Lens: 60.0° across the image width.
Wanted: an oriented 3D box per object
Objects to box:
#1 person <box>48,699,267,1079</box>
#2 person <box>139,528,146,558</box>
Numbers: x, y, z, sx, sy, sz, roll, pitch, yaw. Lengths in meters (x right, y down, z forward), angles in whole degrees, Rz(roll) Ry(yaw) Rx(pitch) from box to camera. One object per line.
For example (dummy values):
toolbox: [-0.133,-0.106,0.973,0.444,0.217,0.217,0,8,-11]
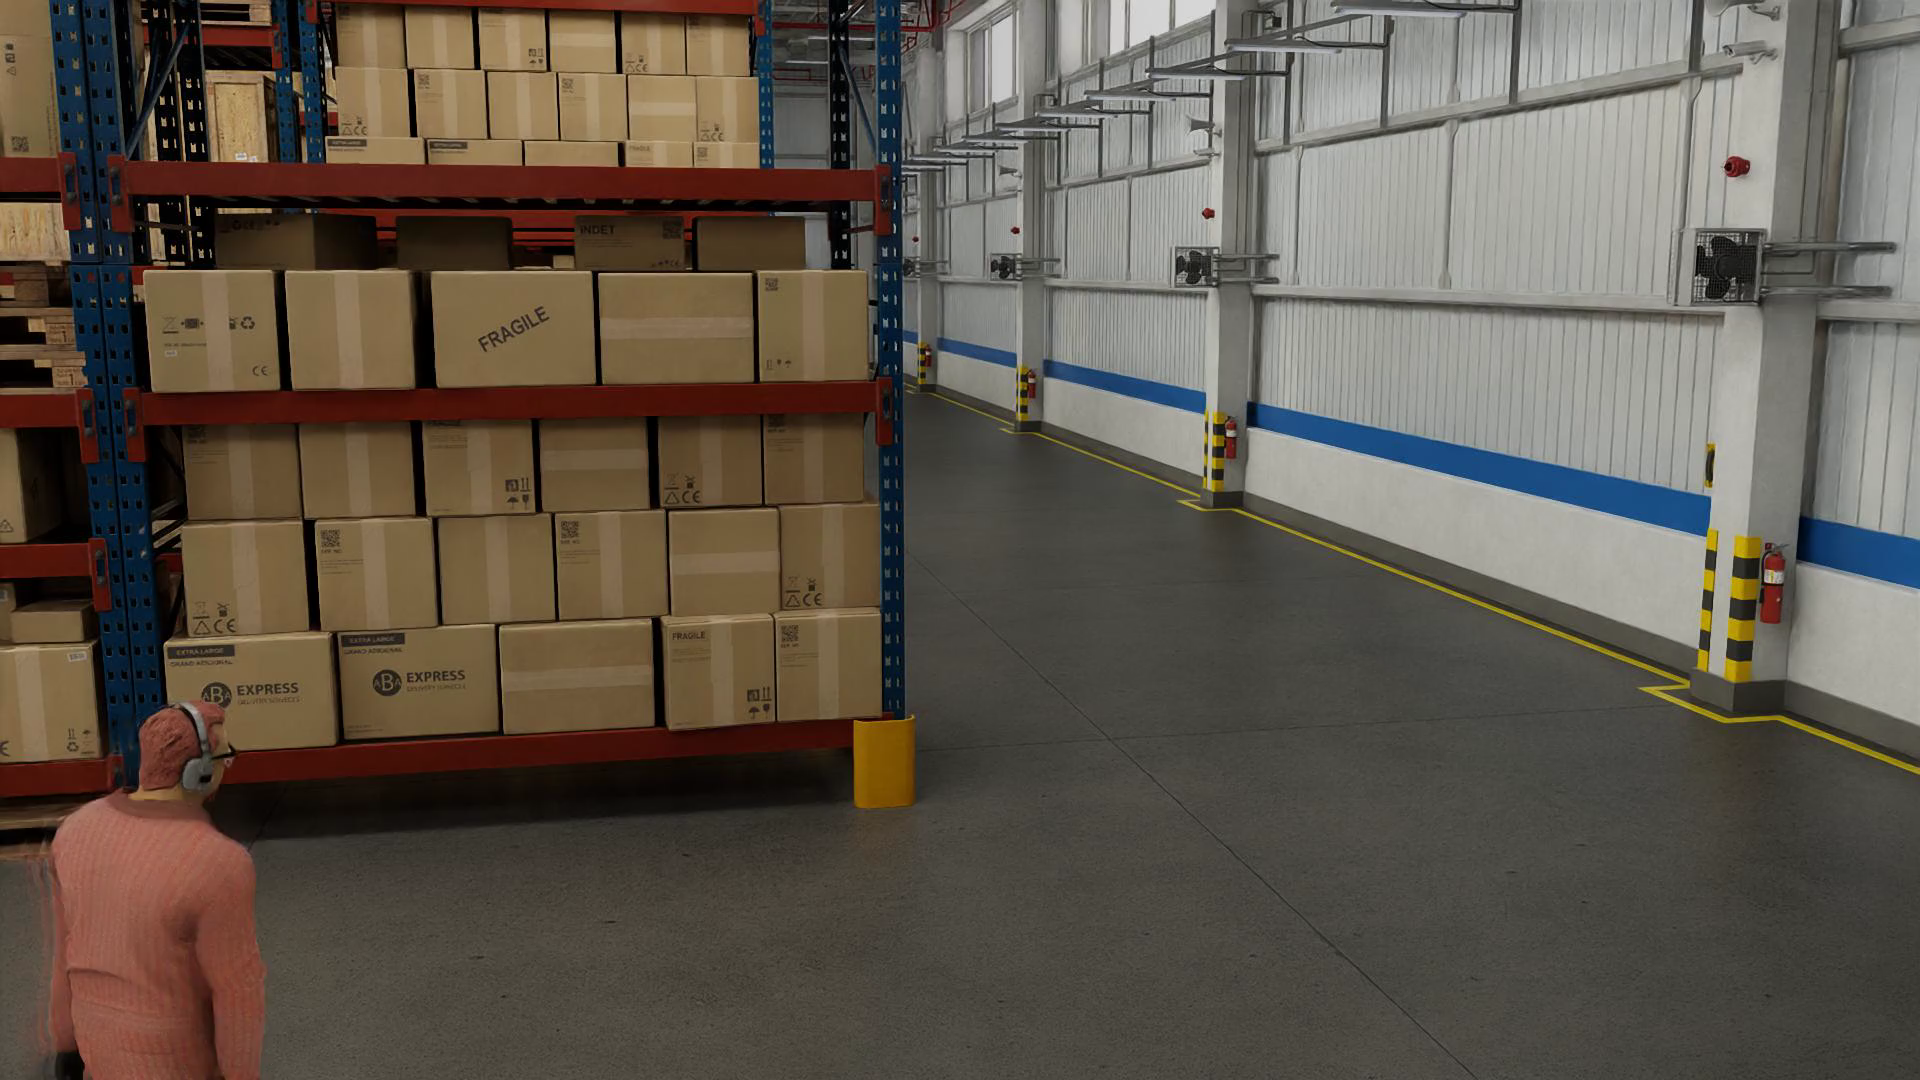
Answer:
person: [-2.144,1.370,4.503,0.667,1.878,0.435,4,10,24]
person: [-5.655,0.244,11.328,0.571,1.886,0.586,-5,11,-29]
